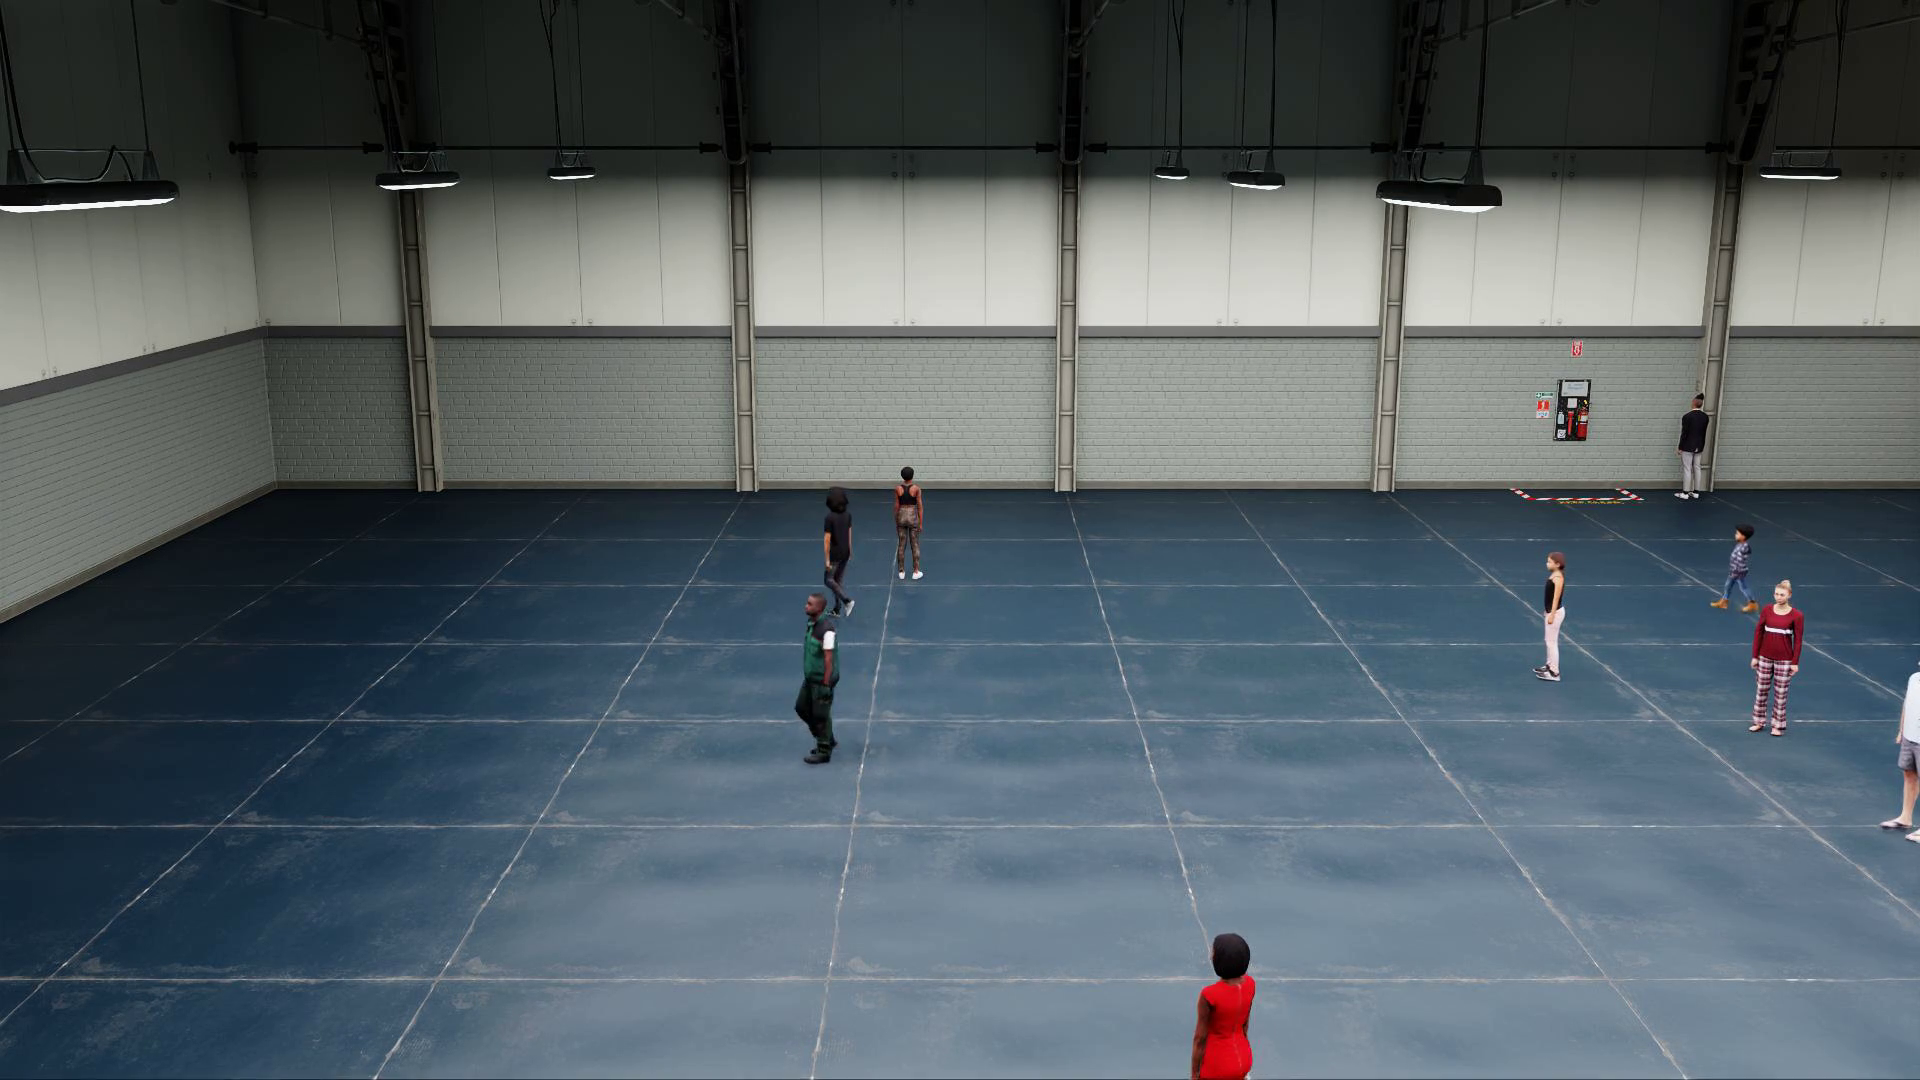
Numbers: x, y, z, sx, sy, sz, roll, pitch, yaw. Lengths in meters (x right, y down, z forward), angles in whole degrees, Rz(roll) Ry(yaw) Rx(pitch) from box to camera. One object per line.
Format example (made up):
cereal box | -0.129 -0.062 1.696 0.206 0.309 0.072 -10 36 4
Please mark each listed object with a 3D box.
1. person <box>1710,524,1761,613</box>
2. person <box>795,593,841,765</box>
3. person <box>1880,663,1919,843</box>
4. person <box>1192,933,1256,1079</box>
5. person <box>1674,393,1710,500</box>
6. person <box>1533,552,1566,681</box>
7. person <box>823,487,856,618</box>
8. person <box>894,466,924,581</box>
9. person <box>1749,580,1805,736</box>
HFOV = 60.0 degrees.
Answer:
person | 10.786 0.402 22.897 0.901 1.227 0.682 5 14 20
person | -1.369 1.417 17.172 0.820 1.833 0.811 -6 14 -26
person | 8.890 1.847 15.319 0.595 1.831 0.672 -2 13 -8
person | 1.596 3.167 9.838 0.914 1.732 0.909 -8 15 -32
person | 13.468 -1.738 30.538 0.643 1.950 0.828 -4 14 -16
person | 7.149 0.894 20.029 0.576 1.564 0.555 4 14 15
person | -1.613 0.193 22.496 0.942 1.816 0.997 -12 18 -42
person | -0.774 -0.267 24.739 0.495 1.700 0.665 2 13 7
person | 8.870 1.276 18.078 0.655 1.699 0.746 10 17 38
